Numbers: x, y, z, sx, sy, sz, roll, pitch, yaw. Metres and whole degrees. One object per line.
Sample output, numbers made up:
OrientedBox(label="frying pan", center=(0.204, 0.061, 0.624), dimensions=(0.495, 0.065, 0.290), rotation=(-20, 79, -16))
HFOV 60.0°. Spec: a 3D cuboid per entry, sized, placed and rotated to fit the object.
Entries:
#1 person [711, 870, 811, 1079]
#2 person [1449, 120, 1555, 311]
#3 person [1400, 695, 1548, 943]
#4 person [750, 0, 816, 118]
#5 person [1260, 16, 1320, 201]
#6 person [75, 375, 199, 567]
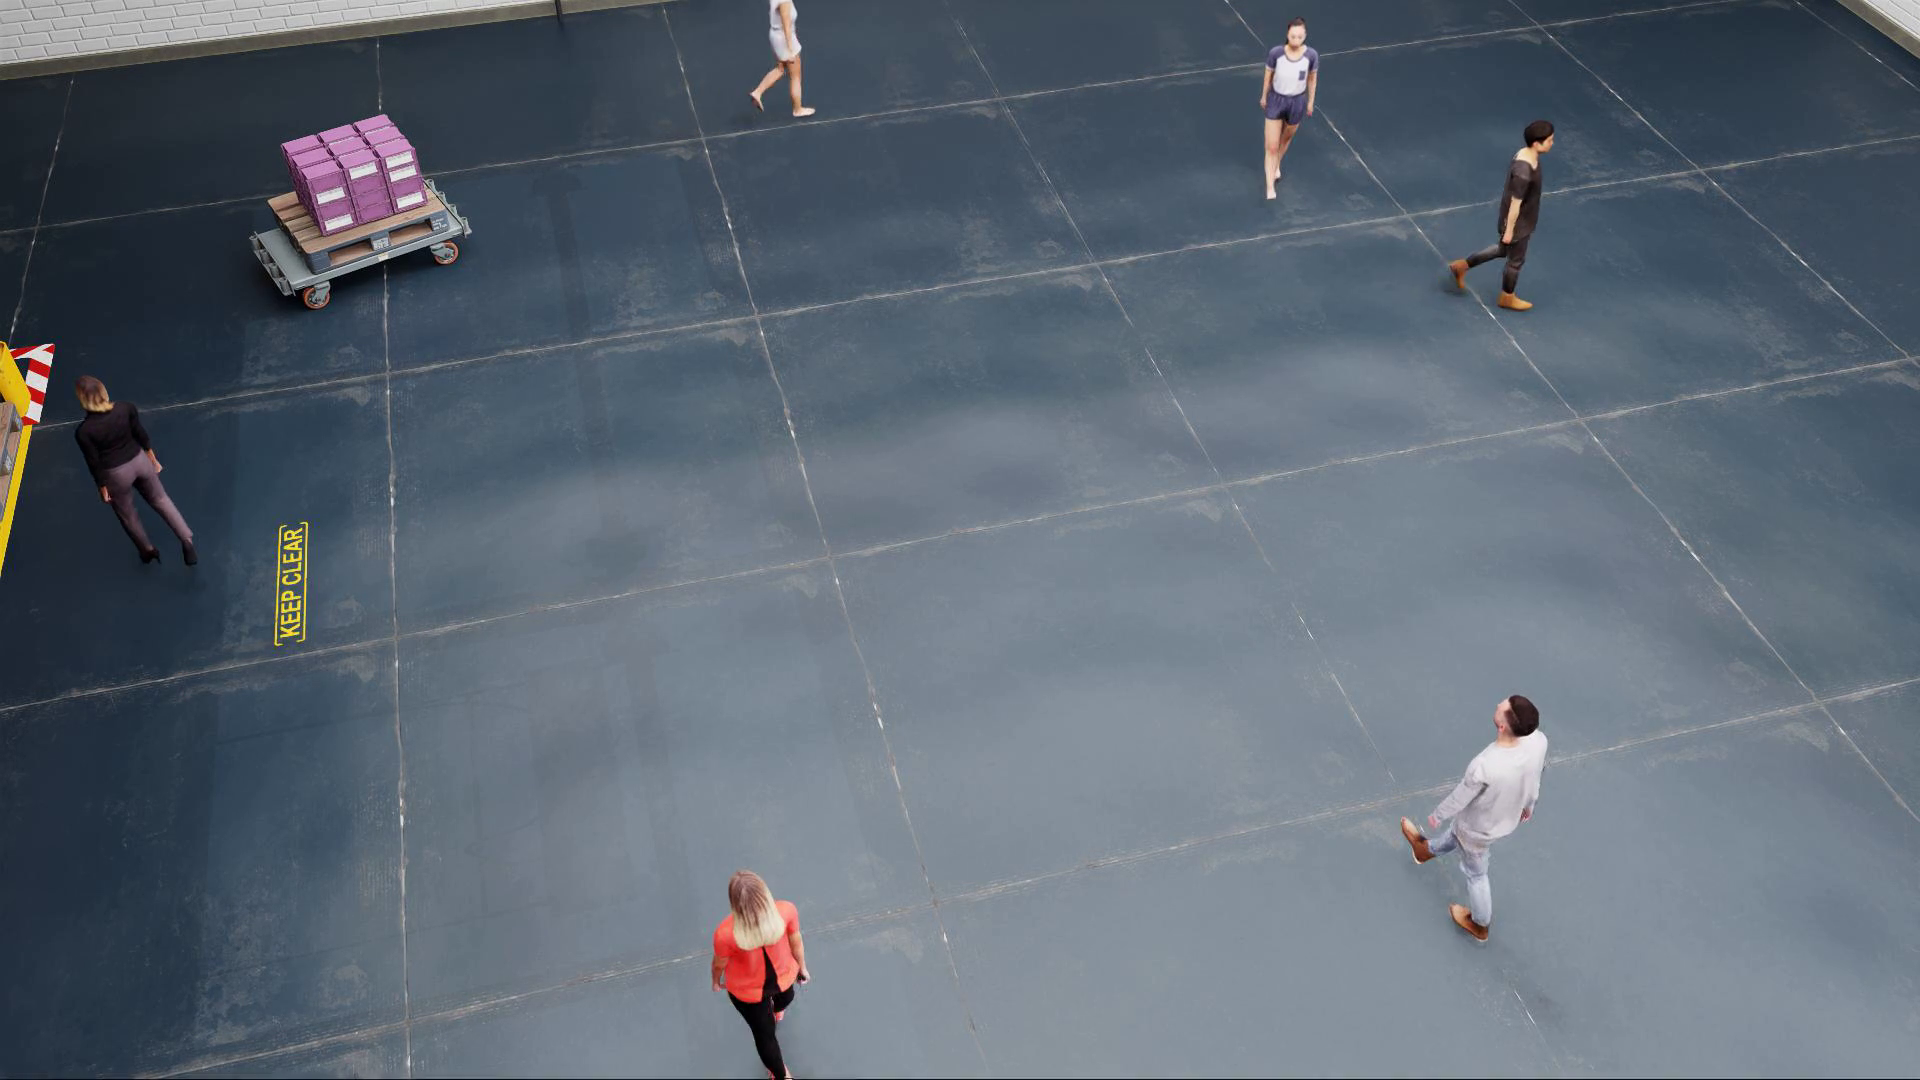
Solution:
OrientedBox(label="person", center=(-0.957, 2.269, 8.359), dimensions=(0.743, 1.675, 0.957), rotation=(-19, 47, -19))
OrientedBox(label="person", center=(4.443, -2.639, 13.494), dimensions=(0.992, 1.700, 1.012), rotation=(13, 45, 13))
OrientedBox(label="person", center=(2.905, 1.559, 9.009), dimensions=(0.901, 1.807, 1.151), rotation=(-22, 48, -22))
OrientedBox(label="person", center=(-1.736, -4.712, 15.746), dimensions=(0.654, 1.594, 0.784), rotation=(-13, 45, -13))
OrientedBox(label="person", center=(2.912, -3.919, 14.900), dimensions=(0.804, 1.612, 1.068), rotation=(2, 44, 2))
OrientedBox(label="person", center=(-5.543, -0.405, 11.179), dimensions=(0.939, 1.658, 0.868), rotation=(24, 49, 23))
